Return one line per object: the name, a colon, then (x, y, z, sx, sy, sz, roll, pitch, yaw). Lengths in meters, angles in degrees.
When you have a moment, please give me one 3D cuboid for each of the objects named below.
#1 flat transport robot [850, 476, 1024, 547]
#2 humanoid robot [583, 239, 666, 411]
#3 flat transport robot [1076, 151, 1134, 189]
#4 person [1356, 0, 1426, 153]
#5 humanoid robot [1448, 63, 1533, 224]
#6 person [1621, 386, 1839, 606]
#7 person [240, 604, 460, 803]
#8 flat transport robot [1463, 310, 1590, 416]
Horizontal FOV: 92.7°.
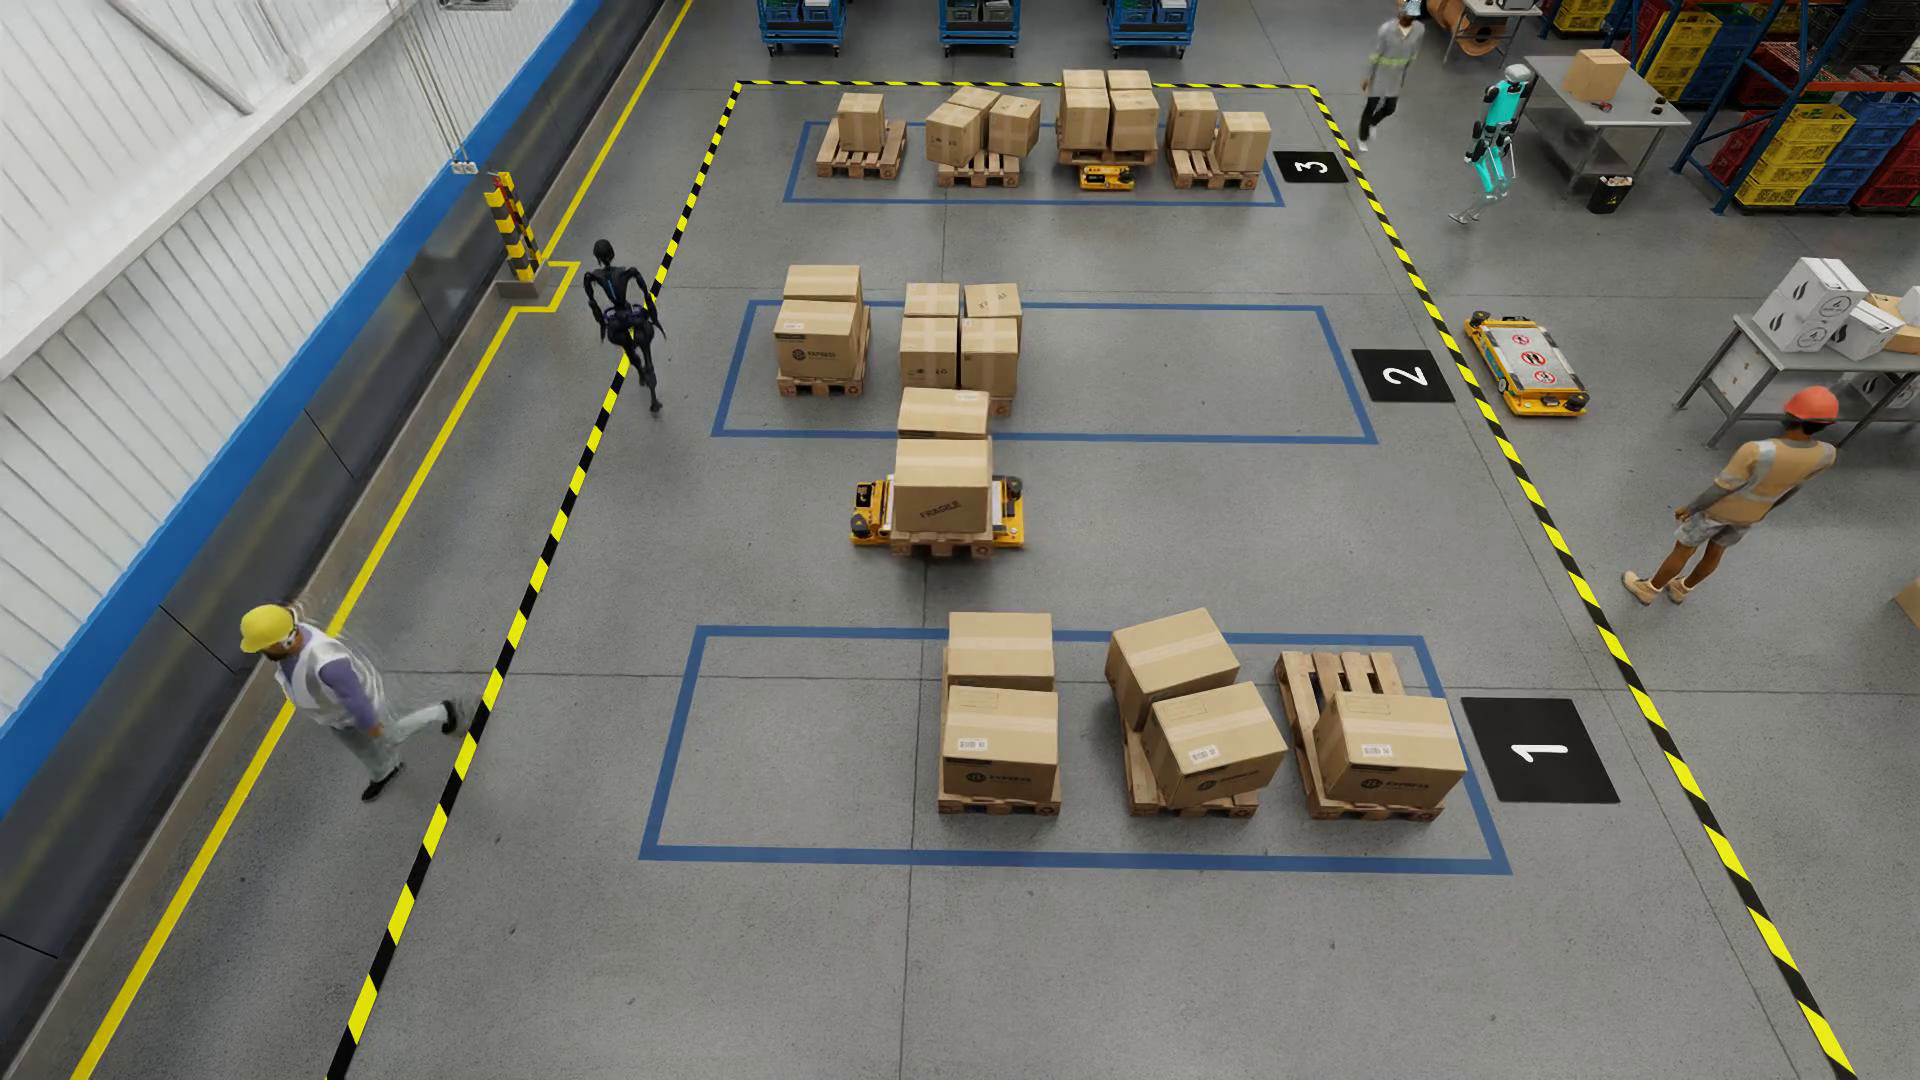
flat transport robot: (-0.185, -0.258, 7.738, 1.431, 0.197, 0.652, 1, 49, 1)
humanoid robot: (-3.017, -1.950, 8.321, 0.585, 1.637, 0.766, -8, 50, -7)
flat transport robot: (1.845, -4.979, 11.824, 0.652, 0.197, 1.431, 1, 49, 1)
person: (5.388, -5.847, 11.555, 0.598, 1.841, 0.450, 1, 49, 0)
humanoid robot: (5.999, -4.303, 10.195, 0.533, 1.681, 0.735, -11, 50, -10)
person: (5.531, -0.254, 6.588, 0.604, 2.034, 0.386, 0, 49, 0)
person: (-3.770, 0.935, 5.701, 0.585, 1.814, 0.723, 20, 52, 16)
flat transport robot: (5.573, -1.757, 9.054, 0.659, 0.231, 1.431, 1, 49, 1)
